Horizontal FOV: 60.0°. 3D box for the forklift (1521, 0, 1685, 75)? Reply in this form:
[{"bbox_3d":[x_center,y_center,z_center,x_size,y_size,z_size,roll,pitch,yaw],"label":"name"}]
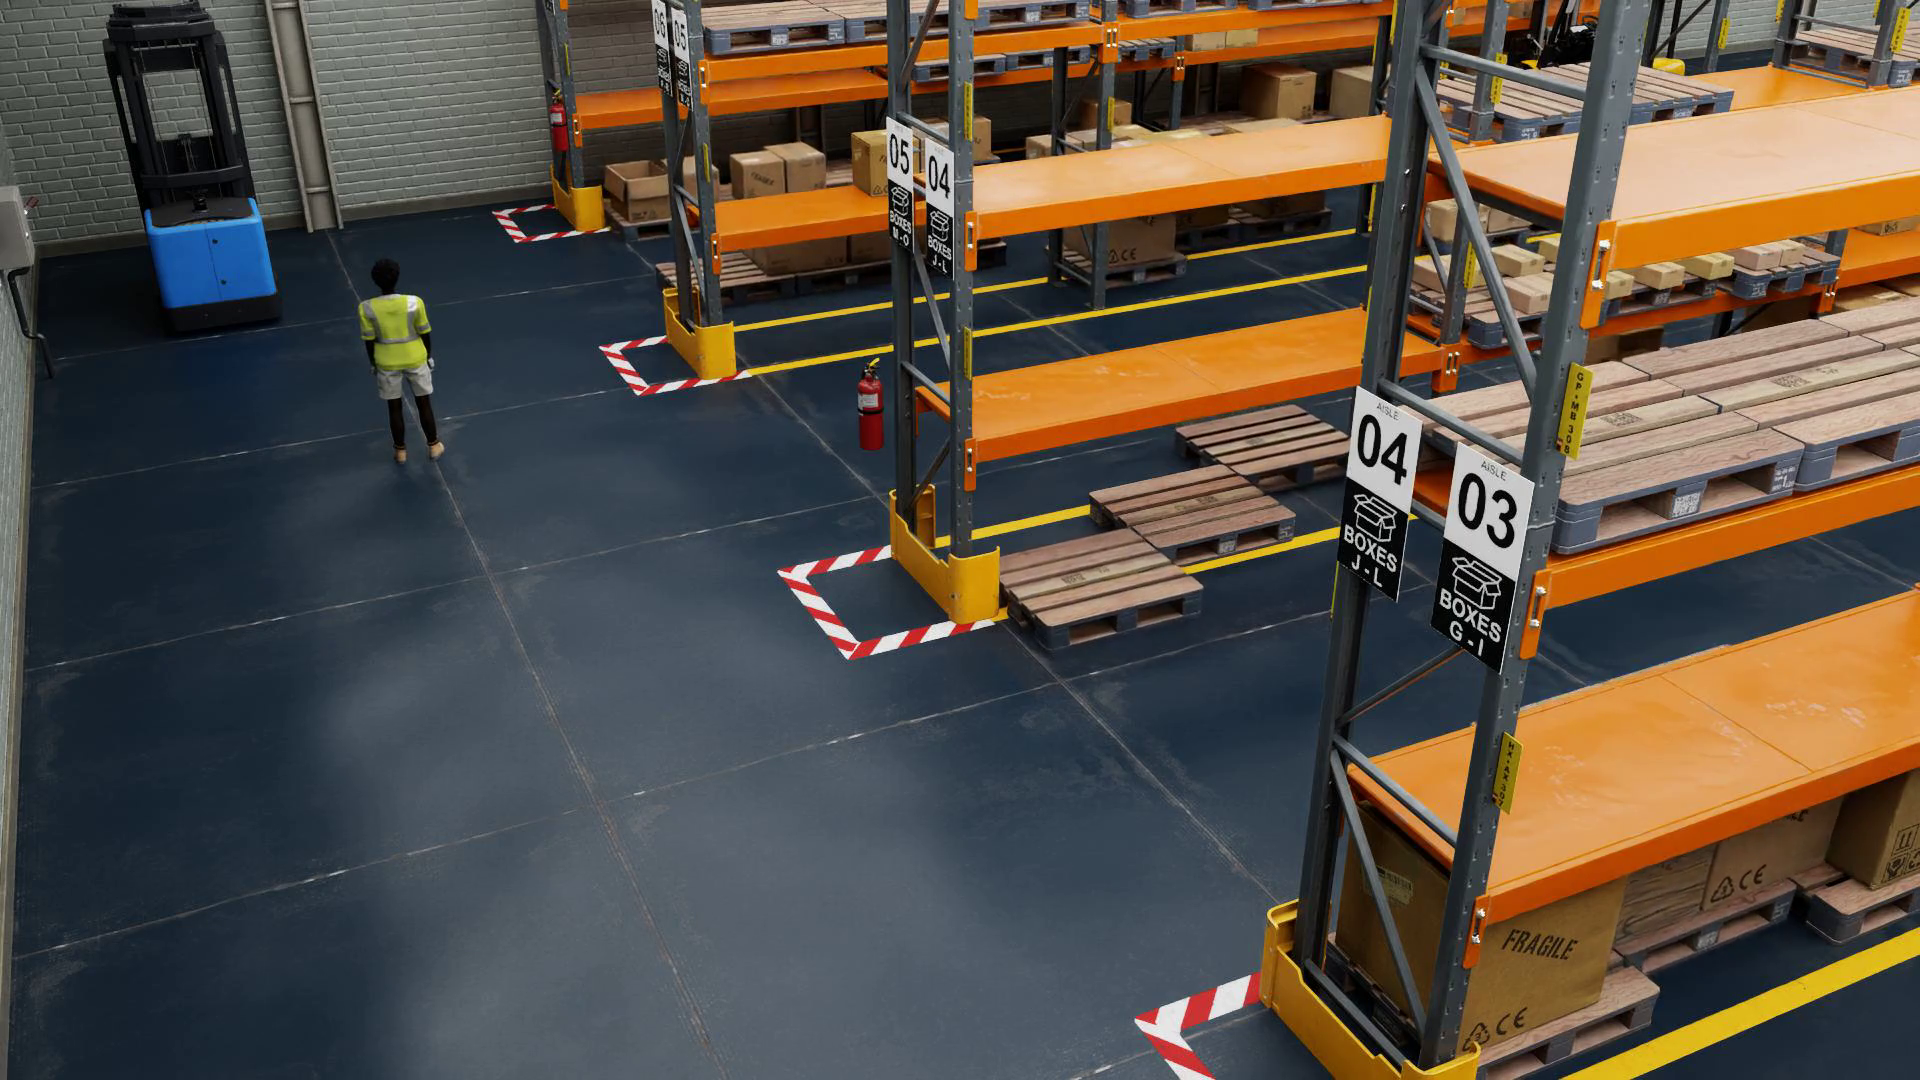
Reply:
[{"bbox_3d":[8.950,-6.807,23.056,1.214,2.155,2.313,-12,30,-22],"label":"forklift"}]

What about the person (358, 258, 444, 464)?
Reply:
[{"bbox_3d":[-4.454,-1.419,13.268,0.534,1.696,0.318,-8,29,-14],"label":"person"}]

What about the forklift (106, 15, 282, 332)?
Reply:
[{"bbox_3d":[-7.548,-3.672,16.323,1.129,2.768,1.873,-12,30,-22],"label":"forklift"}]
